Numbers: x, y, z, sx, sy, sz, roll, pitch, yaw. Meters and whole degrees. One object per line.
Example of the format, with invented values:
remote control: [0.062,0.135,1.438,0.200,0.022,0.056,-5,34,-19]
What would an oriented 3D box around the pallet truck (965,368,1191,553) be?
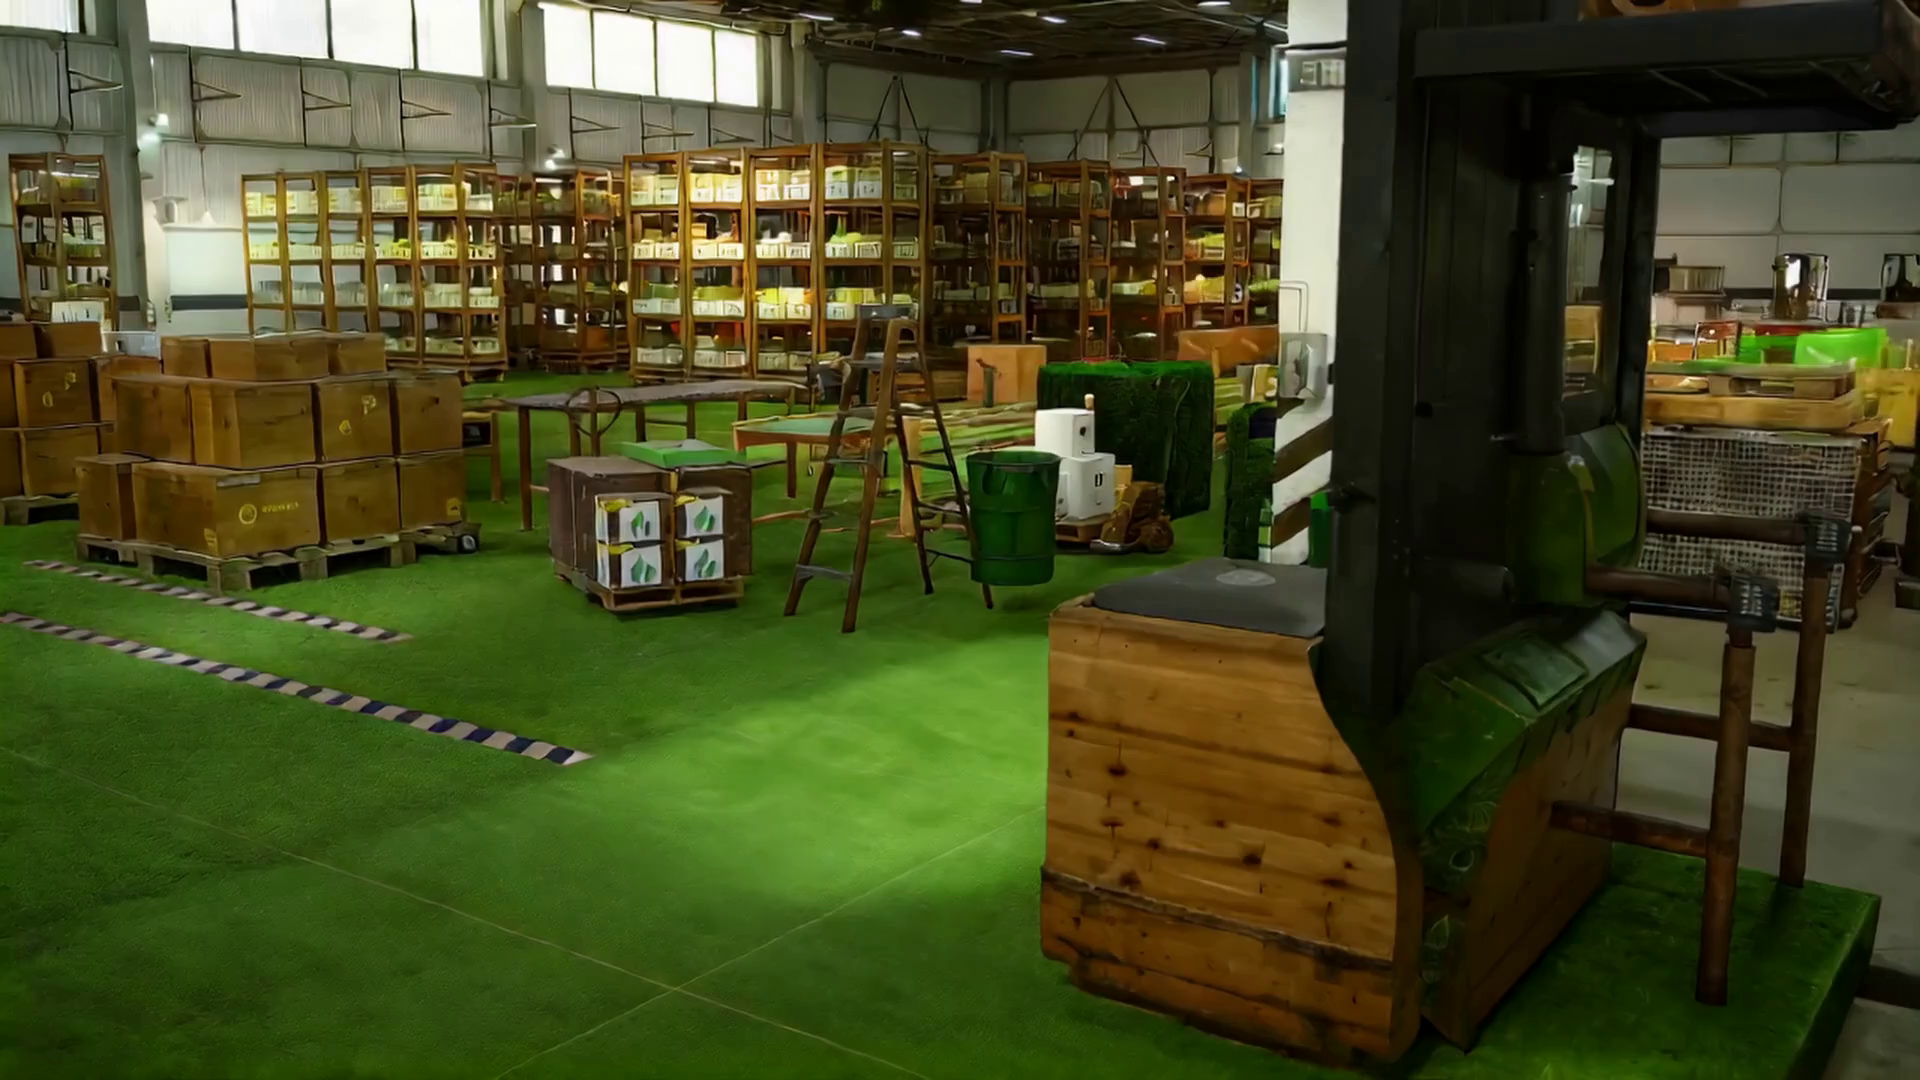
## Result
pallet truck: [0.845,-0.609,11.869,1.630,1.274,0.653,7,12,35]

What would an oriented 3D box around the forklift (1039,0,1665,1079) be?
forklift: [1.249,-0.137,4.360,1.873,2.768,1.129,7,12,35]

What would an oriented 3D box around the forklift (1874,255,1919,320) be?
forklift: [22.089,-5.634,38.796,1.157,1.987,2.680,6,11,33]

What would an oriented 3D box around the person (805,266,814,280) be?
person: [-3.442,-5.297,37.721,0.611,1.995,0.377,6,11,31]

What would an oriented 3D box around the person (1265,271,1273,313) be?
person: [8.239,-6.219,43.820,0.571,1.800,0.978,-5,11,-29]

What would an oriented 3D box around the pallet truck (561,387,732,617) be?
pallet truck: [-1.981,-0.274,10.088,0.680,1.201,1.601,-5,11,-28]

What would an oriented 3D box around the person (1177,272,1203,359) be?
person: [4.411,-4.224,31.881,0.526,1.809,0.636,5,11,28]

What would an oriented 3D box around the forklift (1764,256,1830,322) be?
forklift: [20.253,-5.854,40.139,1.157,1.987,2.680,7,12,35]
